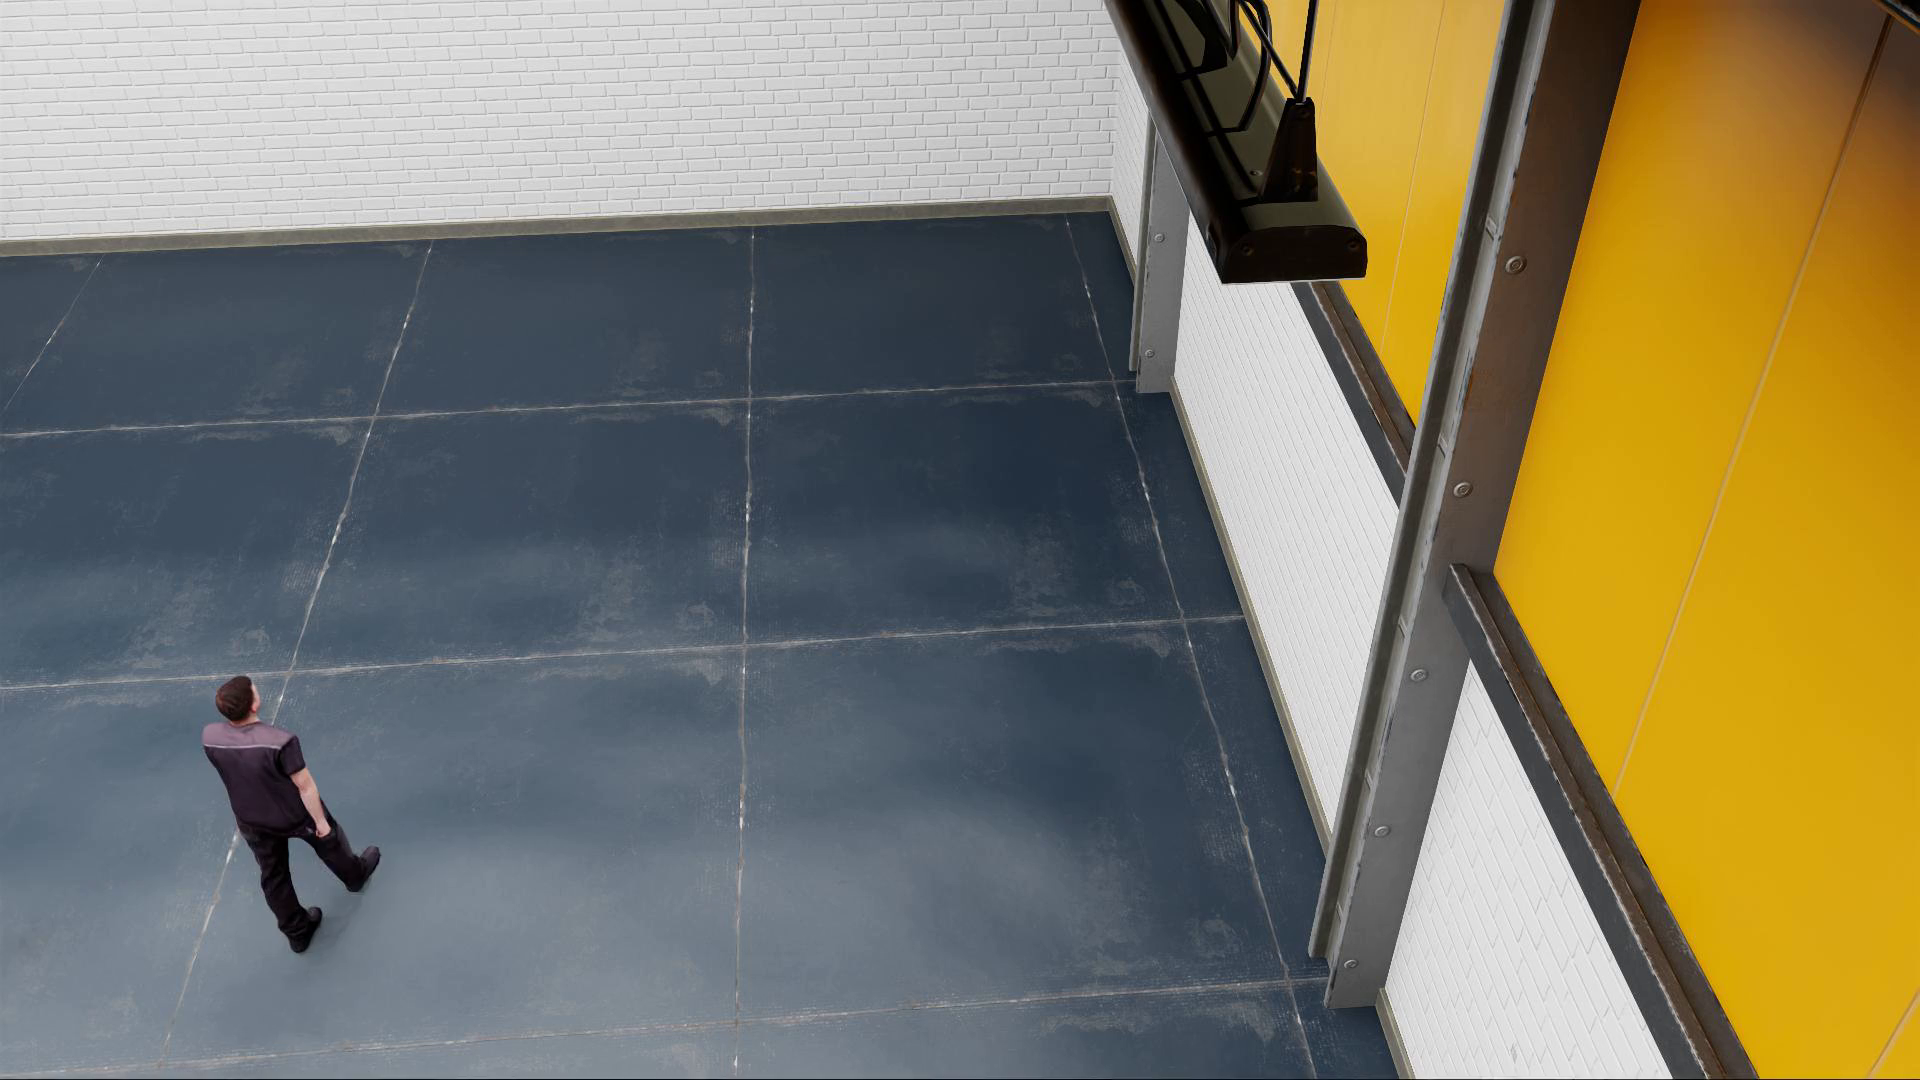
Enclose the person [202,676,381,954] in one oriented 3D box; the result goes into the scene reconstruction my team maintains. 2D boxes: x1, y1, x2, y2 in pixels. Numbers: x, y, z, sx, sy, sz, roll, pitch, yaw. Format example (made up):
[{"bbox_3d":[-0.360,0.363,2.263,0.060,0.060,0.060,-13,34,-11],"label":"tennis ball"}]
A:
[{"bbox_3d":[-3.631,1.507,8.765,0.887,1.826,1.041,5,39,7],"label":"person"}]
